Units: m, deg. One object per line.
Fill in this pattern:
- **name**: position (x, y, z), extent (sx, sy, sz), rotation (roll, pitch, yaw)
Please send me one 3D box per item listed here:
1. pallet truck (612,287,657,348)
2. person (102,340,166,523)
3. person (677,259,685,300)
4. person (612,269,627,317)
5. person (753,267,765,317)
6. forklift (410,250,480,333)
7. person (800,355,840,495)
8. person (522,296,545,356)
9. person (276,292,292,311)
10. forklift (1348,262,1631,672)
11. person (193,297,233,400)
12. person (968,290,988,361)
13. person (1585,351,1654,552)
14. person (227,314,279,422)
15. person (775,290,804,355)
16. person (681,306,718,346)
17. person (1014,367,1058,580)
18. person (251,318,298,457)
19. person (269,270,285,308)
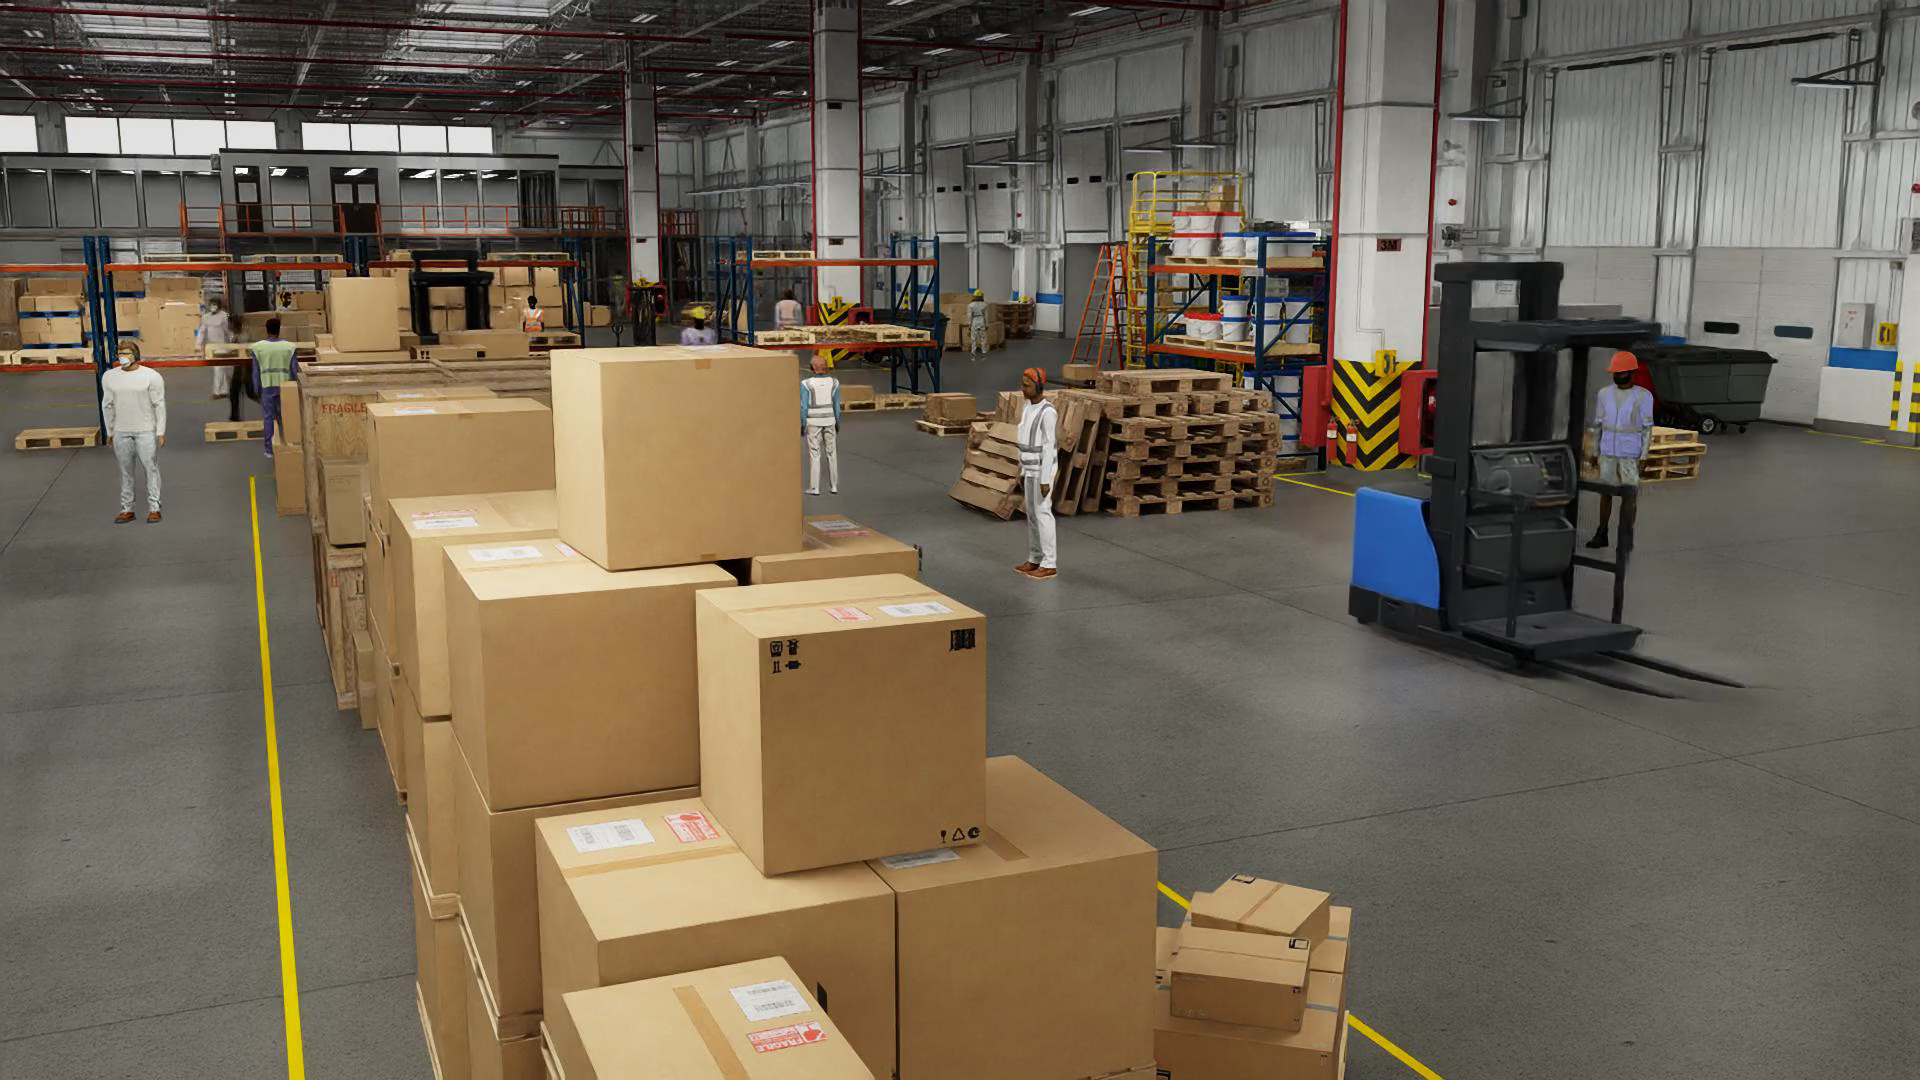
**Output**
- **pallet truck**: position (-6.464, -4.406, 35.401), extent (0.823, 1.965, 1.885), rotation (6, 12, 32)
- **person**: position (-8.707, -1.140, 17.563), extent (0.627, 1.941, 0.374), rotation (-1, 10, -5)
- **person**: position (-13.640, -12.722, 81.237), extent (0.384, 1.996, 0.610), rotation (-6, 12, -32)
- **person**: position (-13.000, -9.459, 63.724), extent (0.649, 1.826, 0.451), rotation (3, 11, 16)
- **person**: position (-7.759, -9.533, 63.936), extent (0.440, 1.904, 0.674), rotation (-7, 12, -34)
- **forklift**: position (-7.467, -2.836, 24.319), extent (1.129, 2.768, 1.873), rotation (-4, 11, -23)
- **person**: position (-1.638, -1.341, 19.498), extent (0.522, 1.638, 0.310), rotation (-6, 12, -30)
- **person**: position (-9.794, -4.760, 38.199), extent (0.531, 1.692, 0.320), rotation (0, 10, 3)
- **person**: position (-14.442, -4.381, 35.664), extent (0.327, 1.861, 0.507), rotation (2, 10, 8)
- **forklift**: position (3.878, -0.639, 12.210), extent (1.129, 2.768, 1.873), rotation (-5, 11, -25)
- **person**: position (-13.903, -3.567, 31.013), extent (0.732, 1.911, 0.583), rotation (4, 11, 21)
- **person**: position (0.448, -5.286, 40.950), extent (0.487, 1.746, 0.287), rotation (0, 10, 0)
- **person**: position (6.325, -0.847, 15.960), extent (0.370, 1.933, 0.551), rotation (-10, 14, -44)
- **person**: position (-11.417, -2.715, 26.636), extent (0.894, 1.805, 0.543), rotation (-9, 14, -41)
- **person**: position (-3.916, -4.877, 38.510), extent (0.623, 1.809, 0.833), rotation (2, 10, 9)
- **person**: position (-4.170, -2.798, 26.782), extent (0.591, 1.911, 0.420), rotation (-6, 12, -28)
- **person**: position (0.685, -0.589, 14.719), extent (0.351, 1.878, 0.568), rotation (-3, 11, -16)
- **person**: position (-9.410, -2.090, 22.905), extent (0.597, 1.907, 0.404), rotation (-5, 11, -26)
- **person**: position (-23.034, -8.149, 56.223), extent (0.371, 1.928, 0.543), rotation (10, 14, 42)
